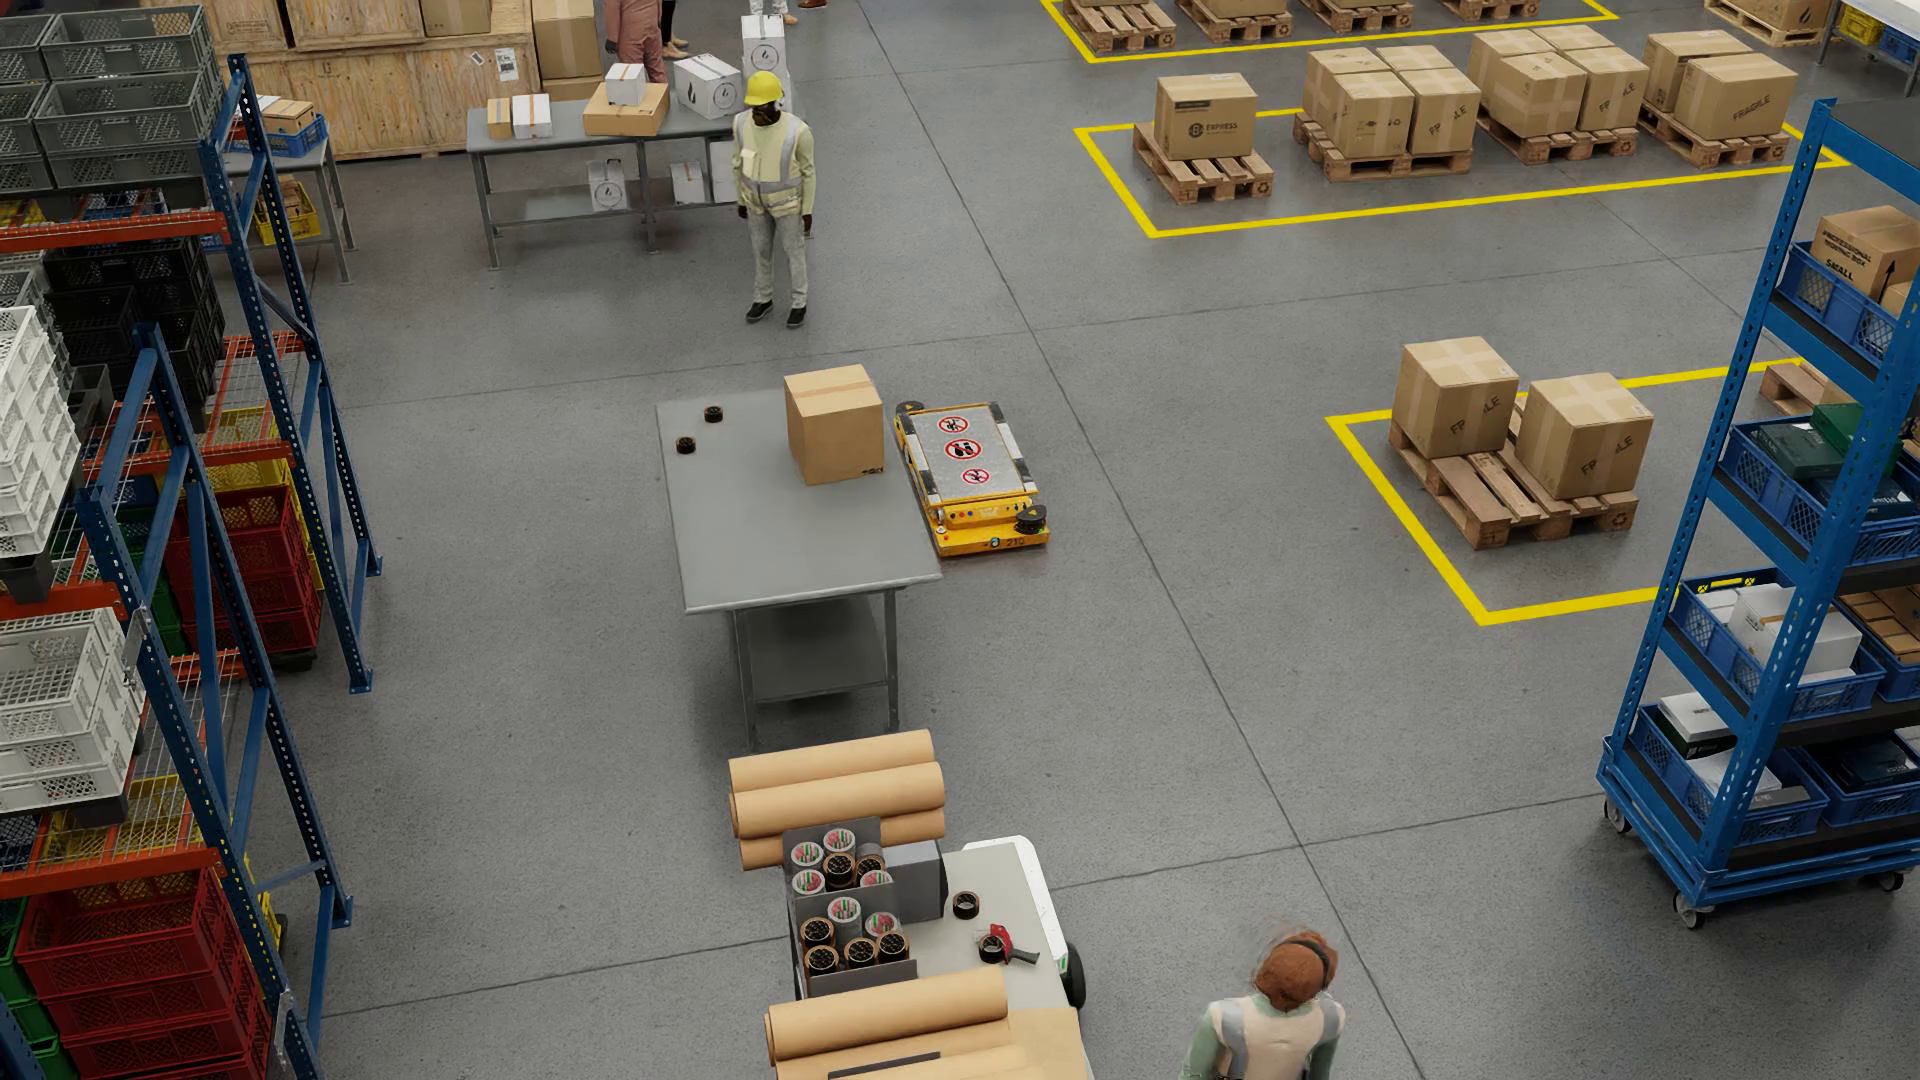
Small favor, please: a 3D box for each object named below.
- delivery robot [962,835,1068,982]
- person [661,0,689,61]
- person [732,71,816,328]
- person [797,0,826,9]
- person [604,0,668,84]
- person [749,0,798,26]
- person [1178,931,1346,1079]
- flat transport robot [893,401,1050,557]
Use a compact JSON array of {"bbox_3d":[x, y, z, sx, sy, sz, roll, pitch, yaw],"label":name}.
[{"bbox_3d":[0.218,1.590,7.081,0.477,0.478,0.707,-7,37,-9],"label":"delivery robot"},{"bbox_3d":[-2.741,-5.377,15.579,0.319,1.689,0.540,-6,37,-8],"label":"person"},{"bbox_3d":[-1.271,-2.313,11.339,0.591,1.833,0.404,12,38,16],"label":"person"},{"bbox_3d":[-1.528,-6.303,16.689,0.328,1.856,0.518,-3,37,-4],"label":"person"},{"bbox_3d":[-2.762,-4.339,14.009,0.403,1.901,0.637,23,43,28],"label":"person"},{"bbox_3d":[-1.853,-5.871,16.128,0.431,1.836,0.624,29,46,33],"label":"person"},{"bbox_3d":[1.054,1.981,5.746,0.629,1.615,0.412,-7,37,-9],"label":"person"},{"bbox_3d":[0.046,-0.430,10.108,0.652,0.197,1.431,-8,37,-10],"label":"flat transport robot"}]
